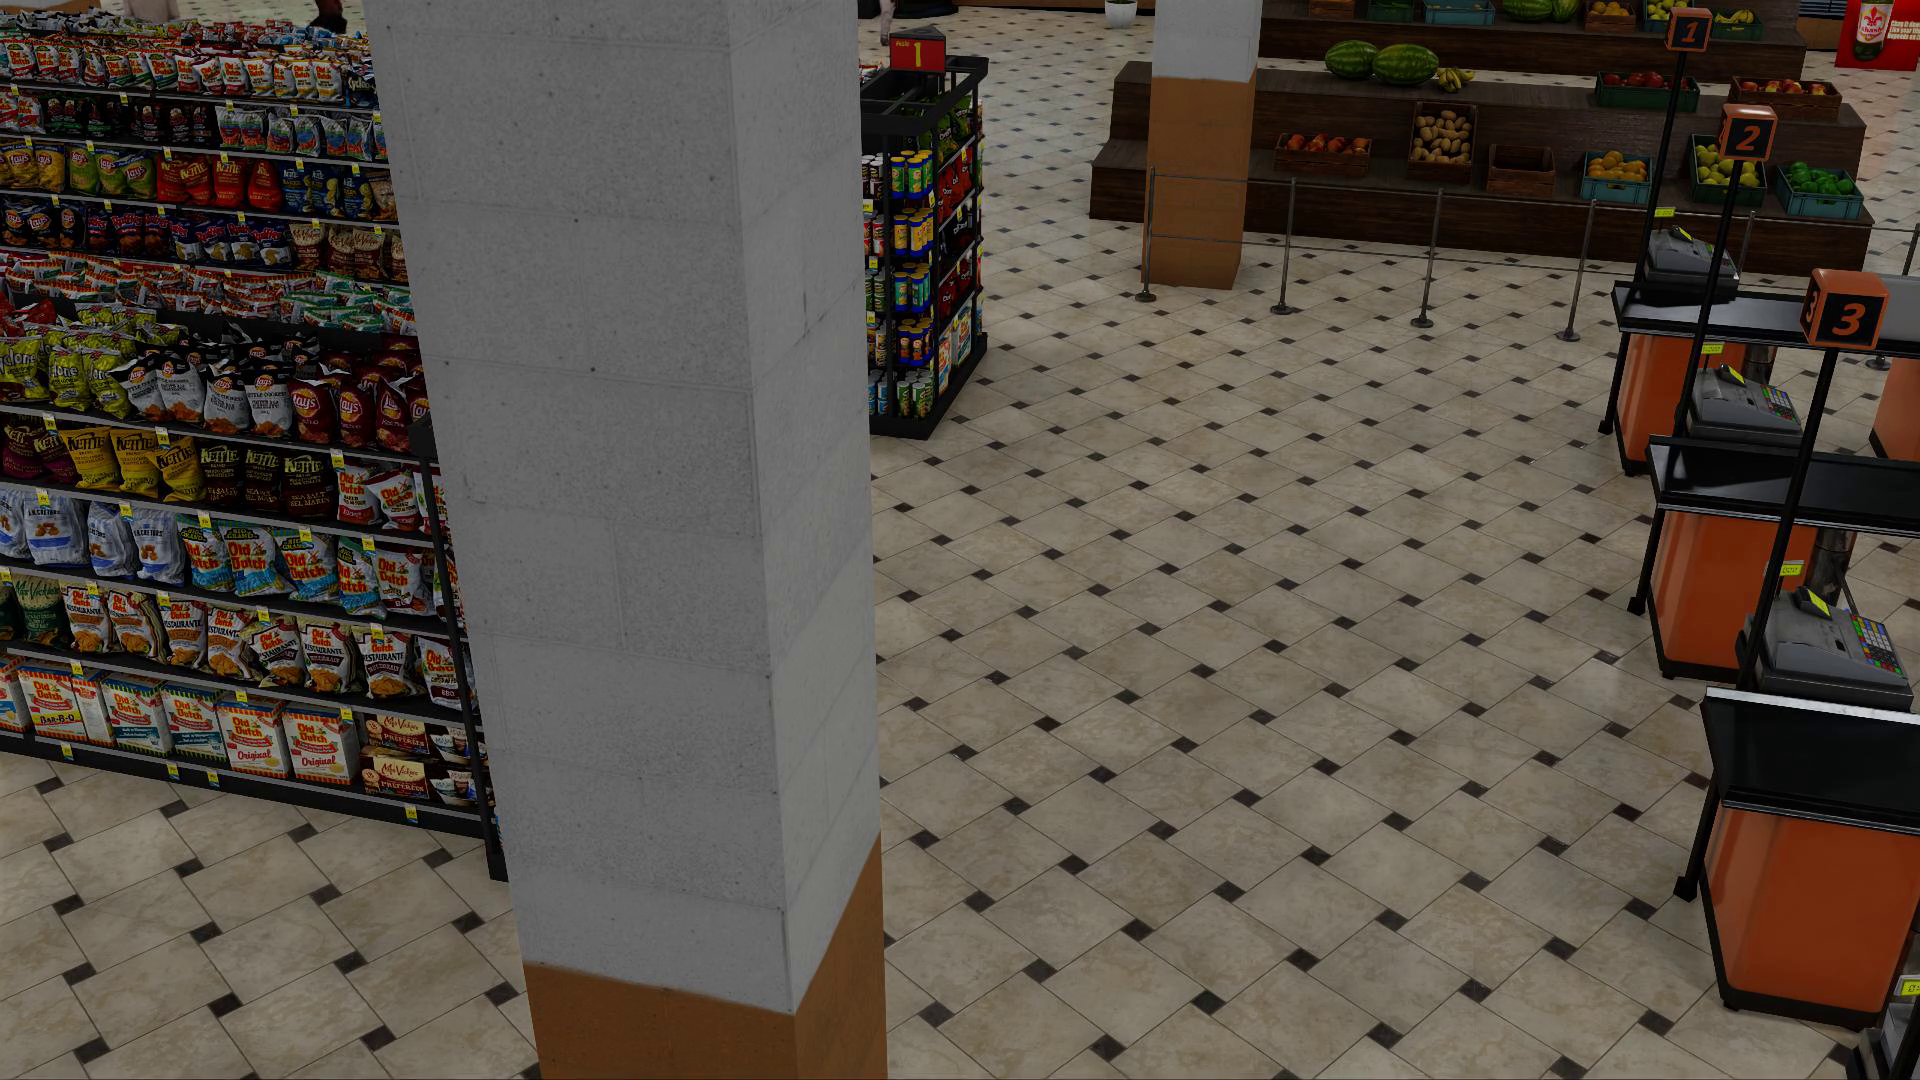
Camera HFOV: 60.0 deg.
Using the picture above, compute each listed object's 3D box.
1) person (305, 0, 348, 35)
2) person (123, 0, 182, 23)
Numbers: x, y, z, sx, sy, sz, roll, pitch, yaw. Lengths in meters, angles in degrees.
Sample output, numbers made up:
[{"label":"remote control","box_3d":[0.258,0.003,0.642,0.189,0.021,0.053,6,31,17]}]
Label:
[{"label":"person","box_3d":[-5.423,-3.784,14.163,0.952,1.802,0.853,-2,29,-4]},{"label":"person","box_3d":[-7.591,-4.671,15.779,0.636,1.810,0.770,-7,29,-12]}]
